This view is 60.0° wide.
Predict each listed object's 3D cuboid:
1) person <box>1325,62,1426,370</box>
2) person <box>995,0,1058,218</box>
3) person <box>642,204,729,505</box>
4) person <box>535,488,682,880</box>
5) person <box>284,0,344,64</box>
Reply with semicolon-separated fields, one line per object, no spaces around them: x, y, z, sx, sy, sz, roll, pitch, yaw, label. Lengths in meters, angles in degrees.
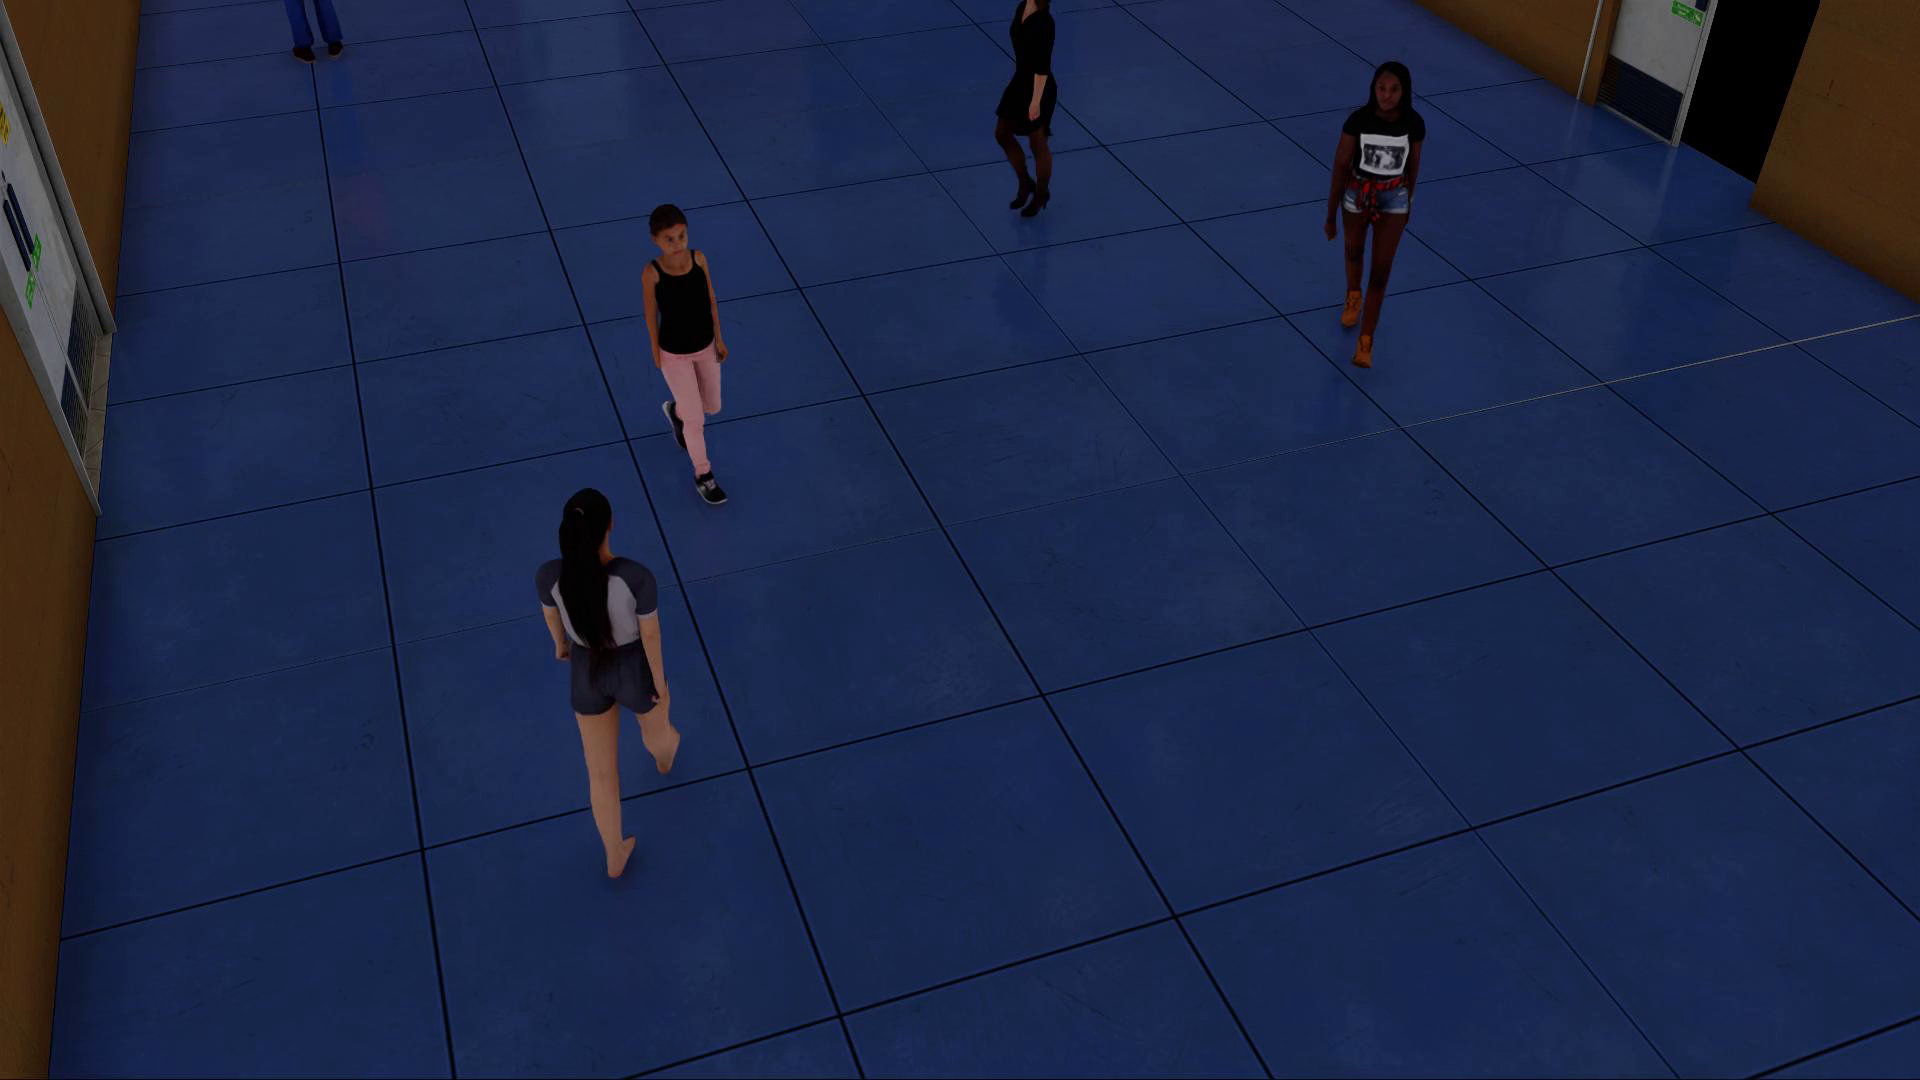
2.323;-1.883;9.378;1.172;1.674;1.114;9;38;12;person
0.539;-2.872;10.666;0.608;1.694;0.620;-16;40;-20;person
-1.378;-0.966;8.264;0.918;1.545;0.749;-24;43;-28;person
-1.297;0.574;6.161;1.057;1.606;0.932;2;37;2;person
-5.218;-4.681;12.951;0.603;1.861;0.797;-19;41;-24;person
